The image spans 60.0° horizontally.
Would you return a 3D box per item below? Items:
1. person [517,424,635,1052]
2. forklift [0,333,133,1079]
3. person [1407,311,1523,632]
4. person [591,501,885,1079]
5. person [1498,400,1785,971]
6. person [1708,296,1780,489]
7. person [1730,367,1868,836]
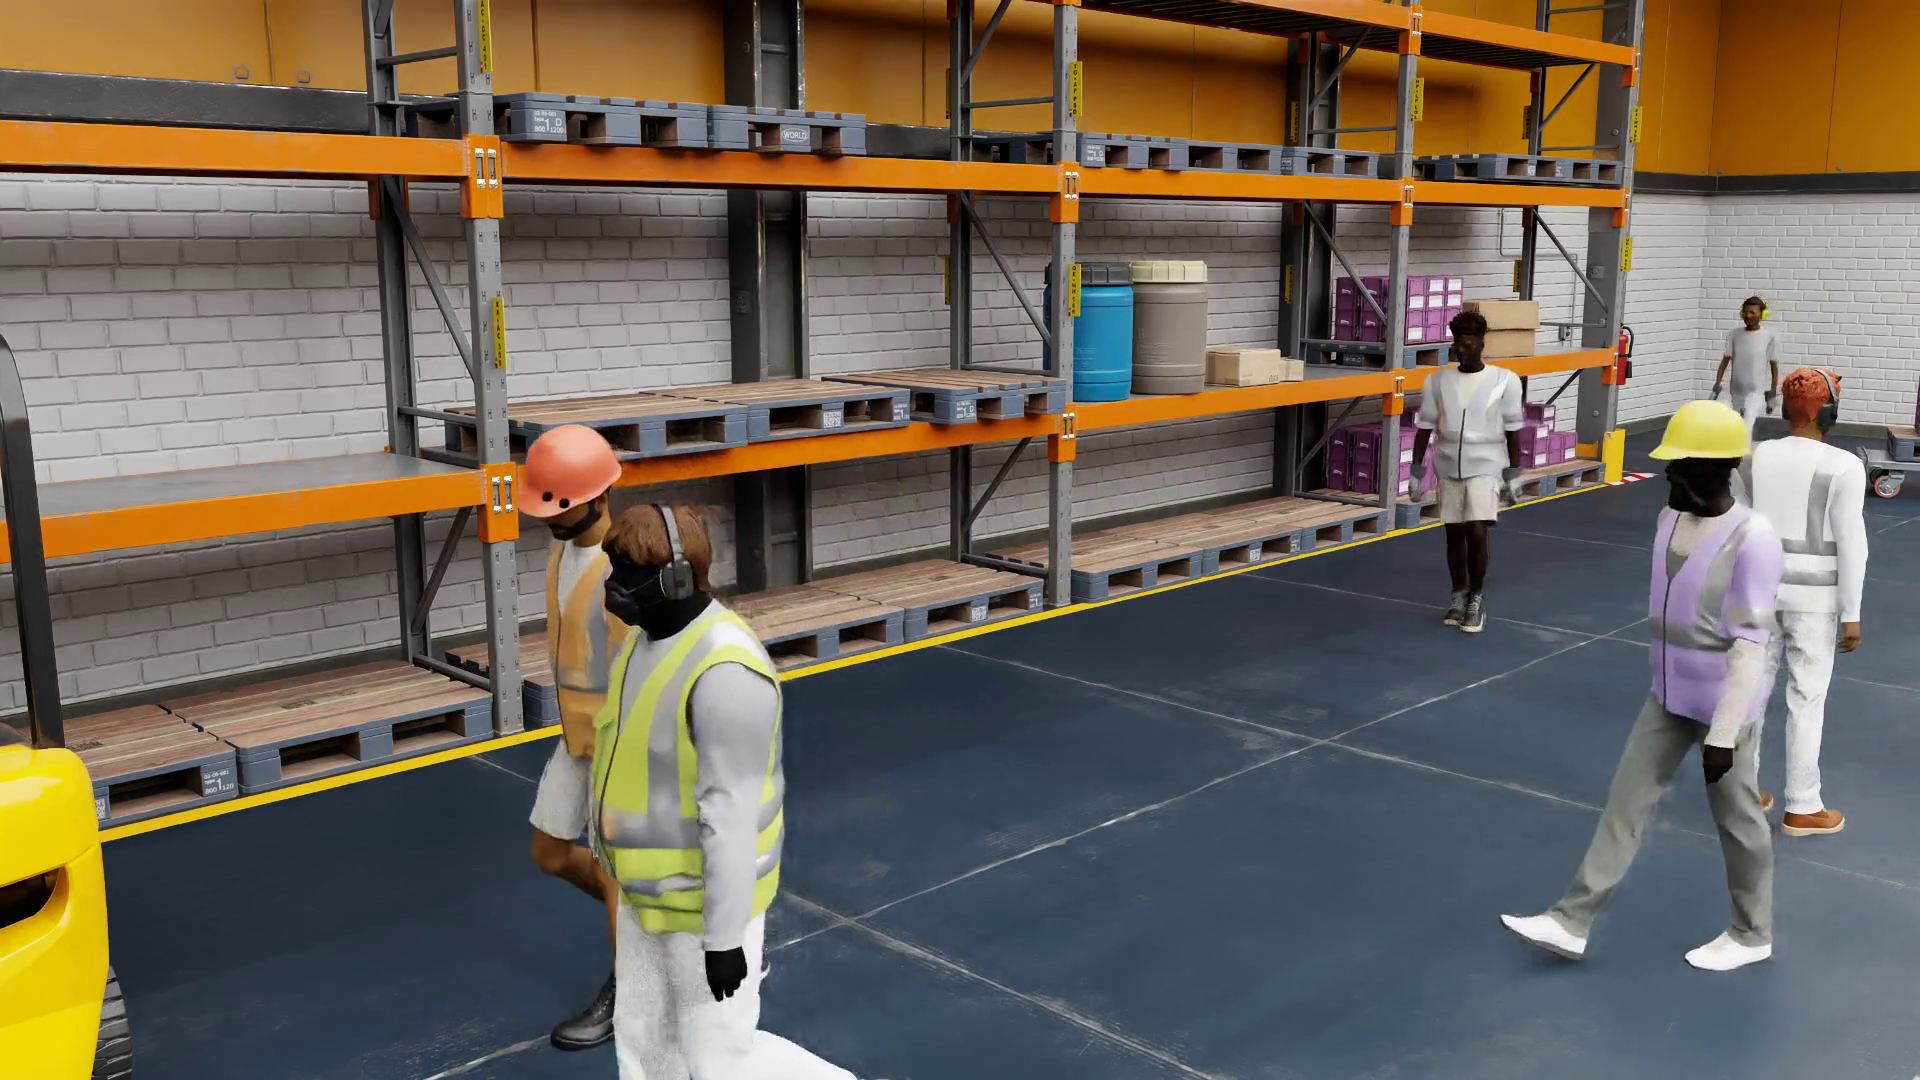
[{"bbox_3d":[-1.050,0.587,4.831,0.512,1.892,0.631,-8,13,-37],"label":"person"},{"bbox_3d":[-3.289,0.485,4.582,1.214,2.155,2.313,-10,14,-44],"label":"forklift"},{"bbox_3d":[3.044,-0.405,10.100,0.653,1.944,0.636,7,13,34],"label":"person"},{"bbox_3d":[-0.556,0.796,3.907,0.731,1.820,0.638,-6,12,-32],"label":"person"},{"bbox_3d":[2.266,0.501,5.314,0.959,1.882,0.617,-2,11,-10],"label":"person"},{"bbox_3d":[7.381,-1.373,15.723,0.914,1.829,0.507,-8,13,-35],"label":"person"},{"bbox_3d":[3.367,0.248,6.724,0.355,1.883,0.574,-6,12,-31],"label":"person"}]
